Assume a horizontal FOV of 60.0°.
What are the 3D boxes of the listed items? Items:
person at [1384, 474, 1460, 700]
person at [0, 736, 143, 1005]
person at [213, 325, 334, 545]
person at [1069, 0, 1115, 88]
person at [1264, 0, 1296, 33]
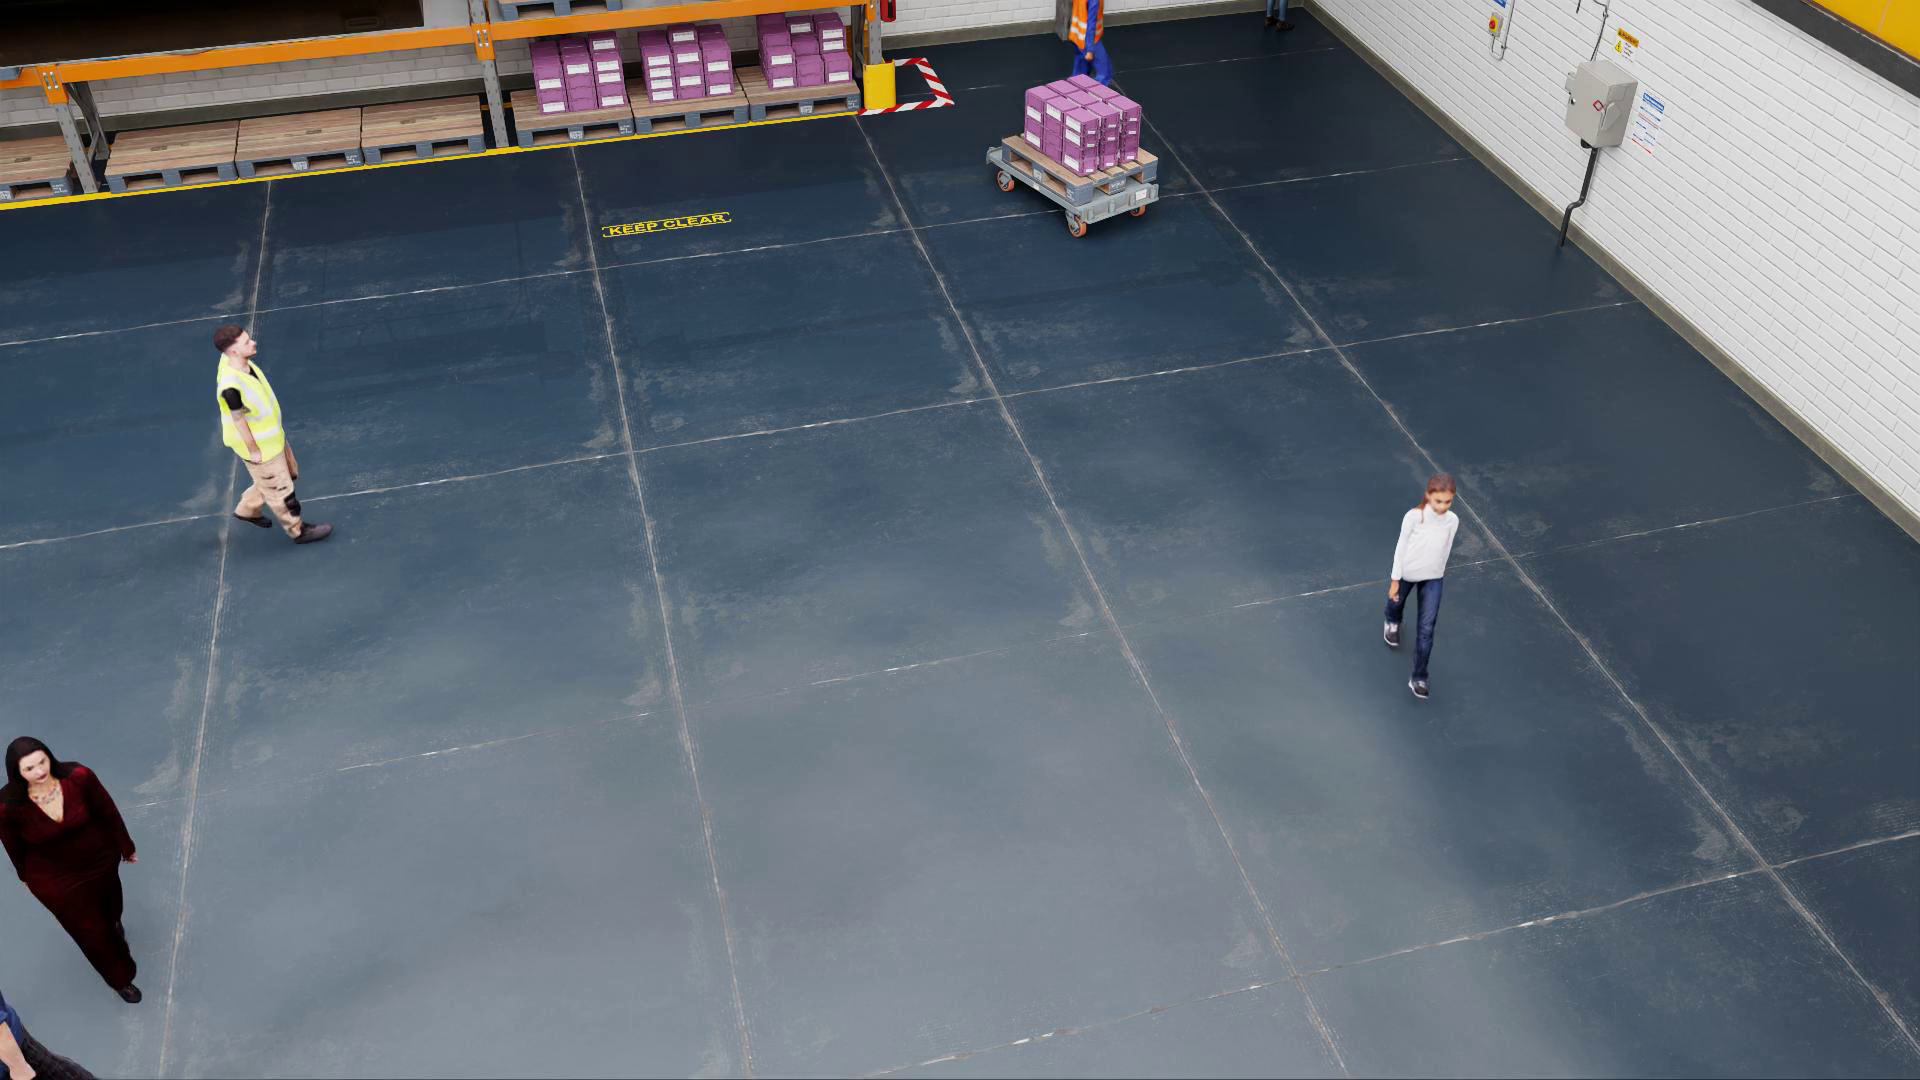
[{"bbox_3d":[2.949,0.173,10.769,1.075,1.507,0.882,6,39,7],"label":"person"},{"bbox_3d":[-4.719,1.630,8.772,1.049,1.723,1.029,-32,48,-33],"label":"person"},{"bbox_3d":[-4.954,-0.711,11.613,0.860,1.834,0.699,-10,40,-12],"label":"person"},{"bbox_3d":[1.218,-5.087,17.087,0.699,1.843,0.717,-11,40,-14],"label":"person"},{"bbox_3d":[3.780,-6.781,19.367,0.636,1.644,0.641,-31,48,-32],"label":"person"}]
